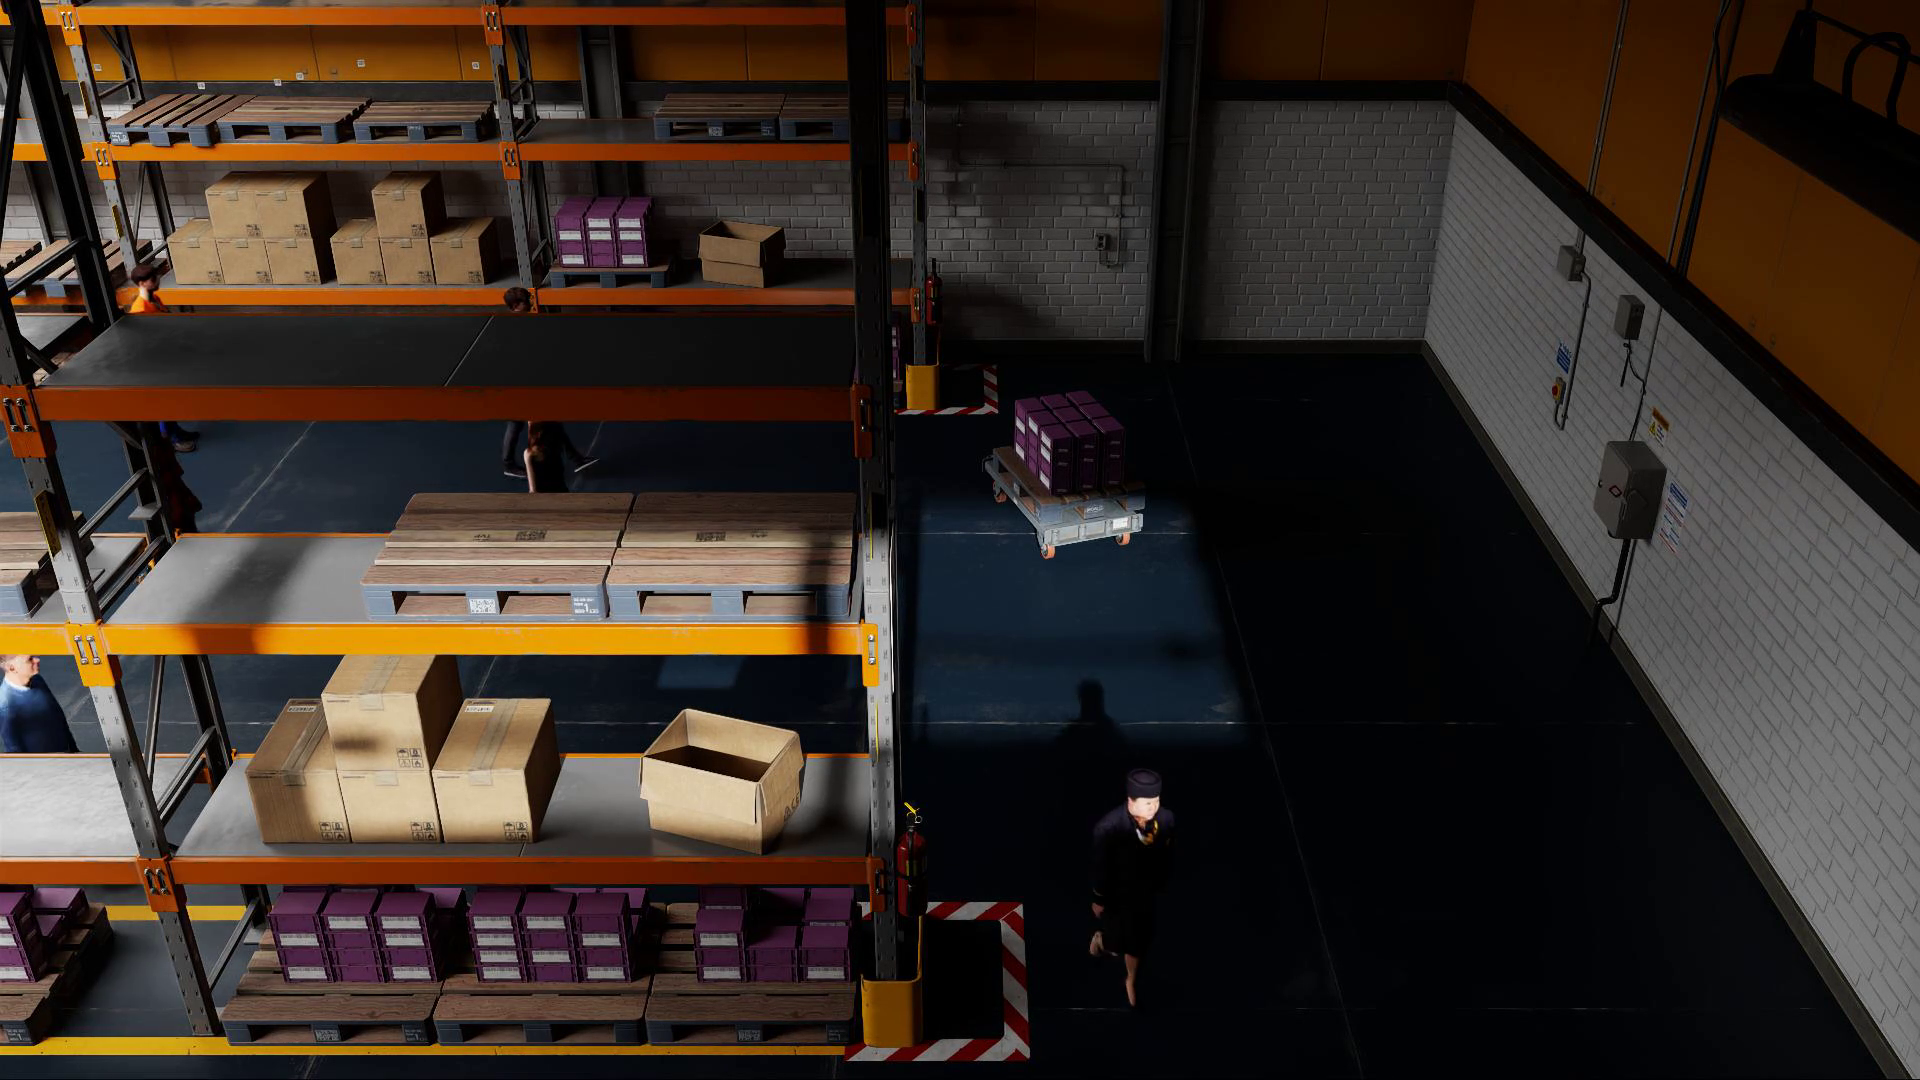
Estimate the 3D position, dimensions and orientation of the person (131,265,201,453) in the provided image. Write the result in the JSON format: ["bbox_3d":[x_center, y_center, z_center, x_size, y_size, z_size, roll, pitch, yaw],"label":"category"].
[{"bbox_3d":[-7.862,-1.790,16.330,0.711,1.880,0.750,-7,29,-12],"label":"person"}]

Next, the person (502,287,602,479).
[{"bbox_3d":[-4.176,-1.434,15.642,1.209,1.914,0.765,3,29,6],"label":"person"}]

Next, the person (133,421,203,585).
[{"bbox_3d":[-6.490,-0.295,13.807,1.008,1.670,0.735,6,29,10],"label":"person"}]

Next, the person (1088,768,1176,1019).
[{"bbox_3d":[0.948,1.995,9.618,0.861,1.663,0.911,-11,31,-20],"label":"person"}]
